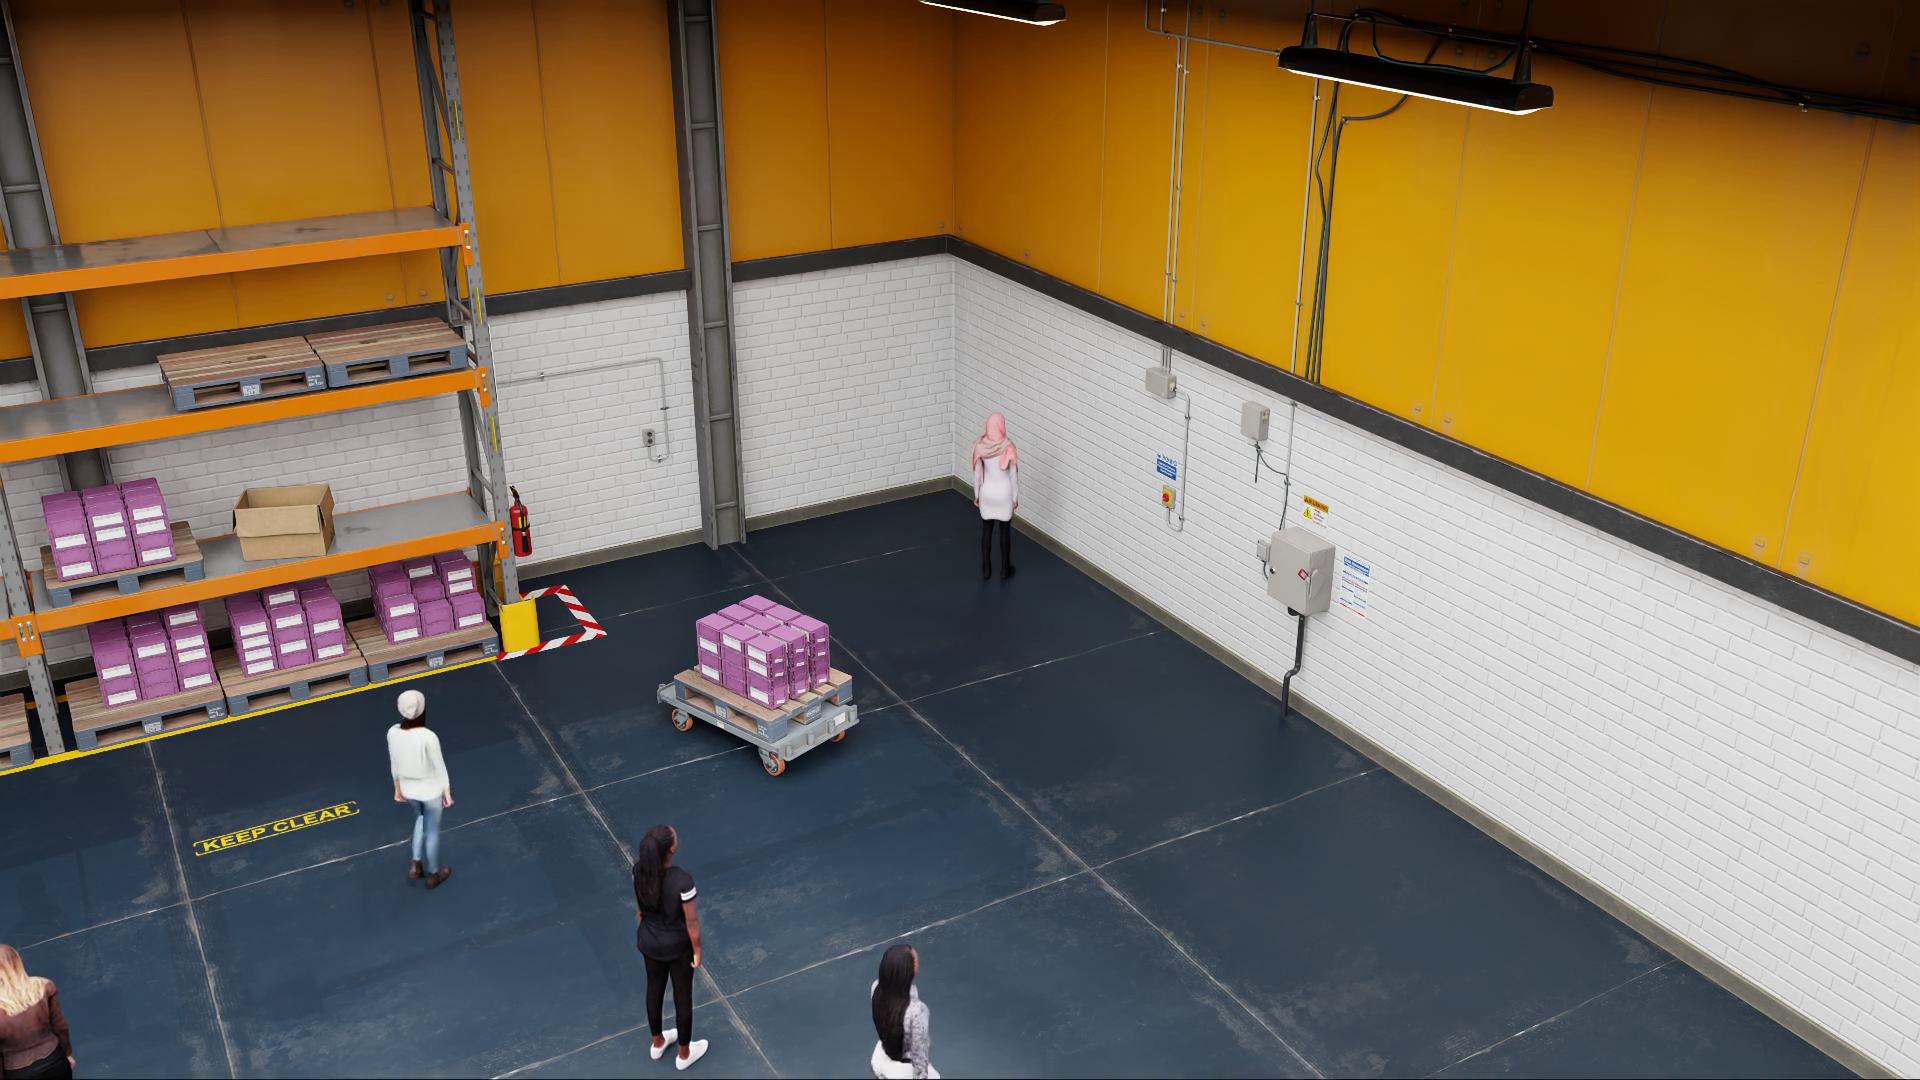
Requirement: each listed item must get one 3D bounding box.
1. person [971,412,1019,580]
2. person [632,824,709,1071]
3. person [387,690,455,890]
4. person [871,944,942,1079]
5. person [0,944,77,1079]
[{"bbox_3d":[0.373,-0.459,17.189,0.728,1.803,0.793,5,24,12],"label":"person"},{"bbox_3d":[-1.840,2.534,10.436,0.693,1.729,0.734,9,25,20],"label":"person"},{"bbox_3d":[-3.963,1.854,12.106,0.751,1.636,0.811,7,24,15],"label":"person"},{"bbox_3d":[-0.382,3.030,9.320,0.706,1.714,0.686,-19,30,-37],"label":"person"},{"bbox_3d":[-5.225,3.003,9.394,0.734,1.704,0.584,16,28,33],"label":"person"}]
